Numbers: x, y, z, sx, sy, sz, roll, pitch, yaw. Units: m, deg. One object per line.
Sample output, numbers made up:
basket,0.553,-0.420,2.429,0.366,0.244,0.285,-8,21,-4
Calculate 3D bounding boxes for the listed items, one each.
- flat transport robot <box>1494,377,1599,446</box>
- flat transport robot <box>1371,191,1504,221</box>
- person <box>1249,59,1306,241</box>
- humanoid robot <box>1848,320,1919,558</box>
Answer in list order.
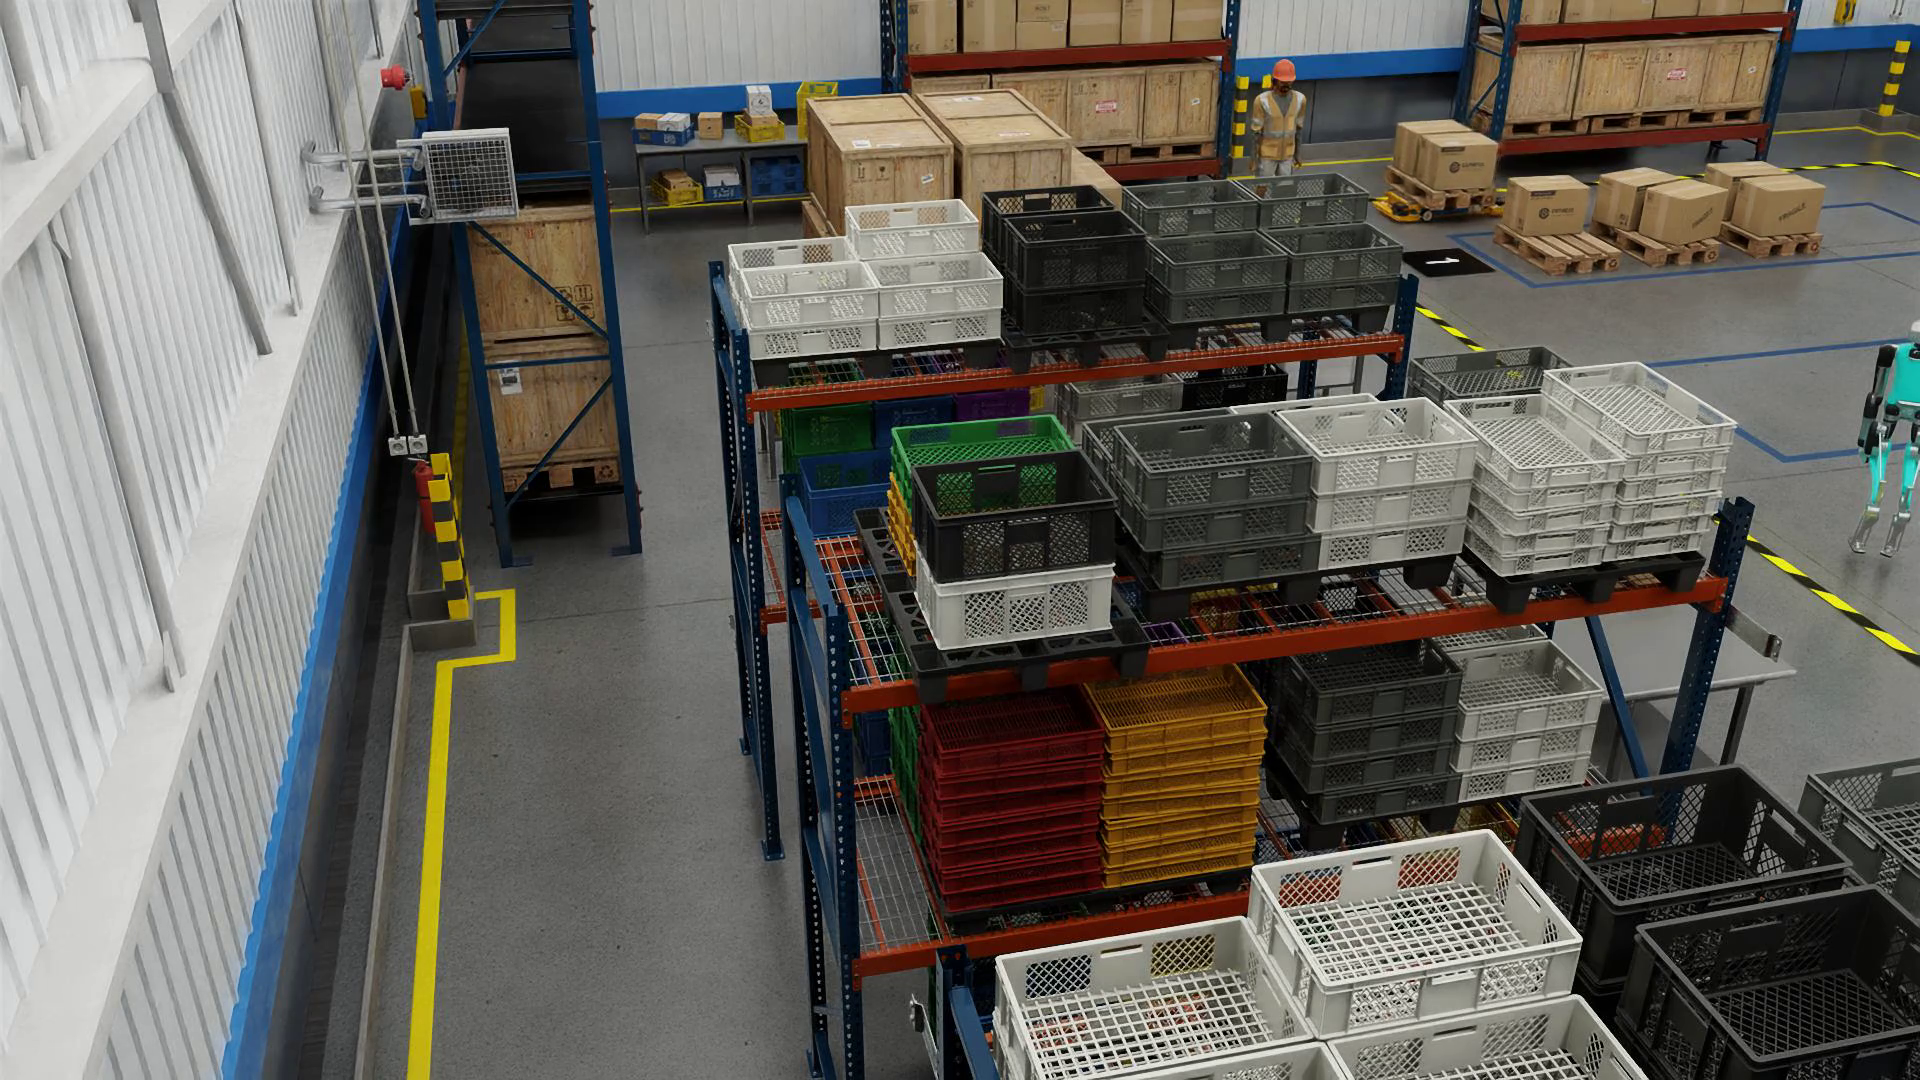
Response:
flat transport robot,4.780,-1.036,14.013,0.659,0.231,1.431,-6,28,-12
flat transport robot,5.647,-3.971,19.551,1.431,0.197,0.652,-6,28,-12
person,3.455,-4.202,18.119,0.613,2.040,0.391,-6,28,-12
humanoid robot,6.519,-0.636,11.535,0.533,1.677,0.735,13,30,23
